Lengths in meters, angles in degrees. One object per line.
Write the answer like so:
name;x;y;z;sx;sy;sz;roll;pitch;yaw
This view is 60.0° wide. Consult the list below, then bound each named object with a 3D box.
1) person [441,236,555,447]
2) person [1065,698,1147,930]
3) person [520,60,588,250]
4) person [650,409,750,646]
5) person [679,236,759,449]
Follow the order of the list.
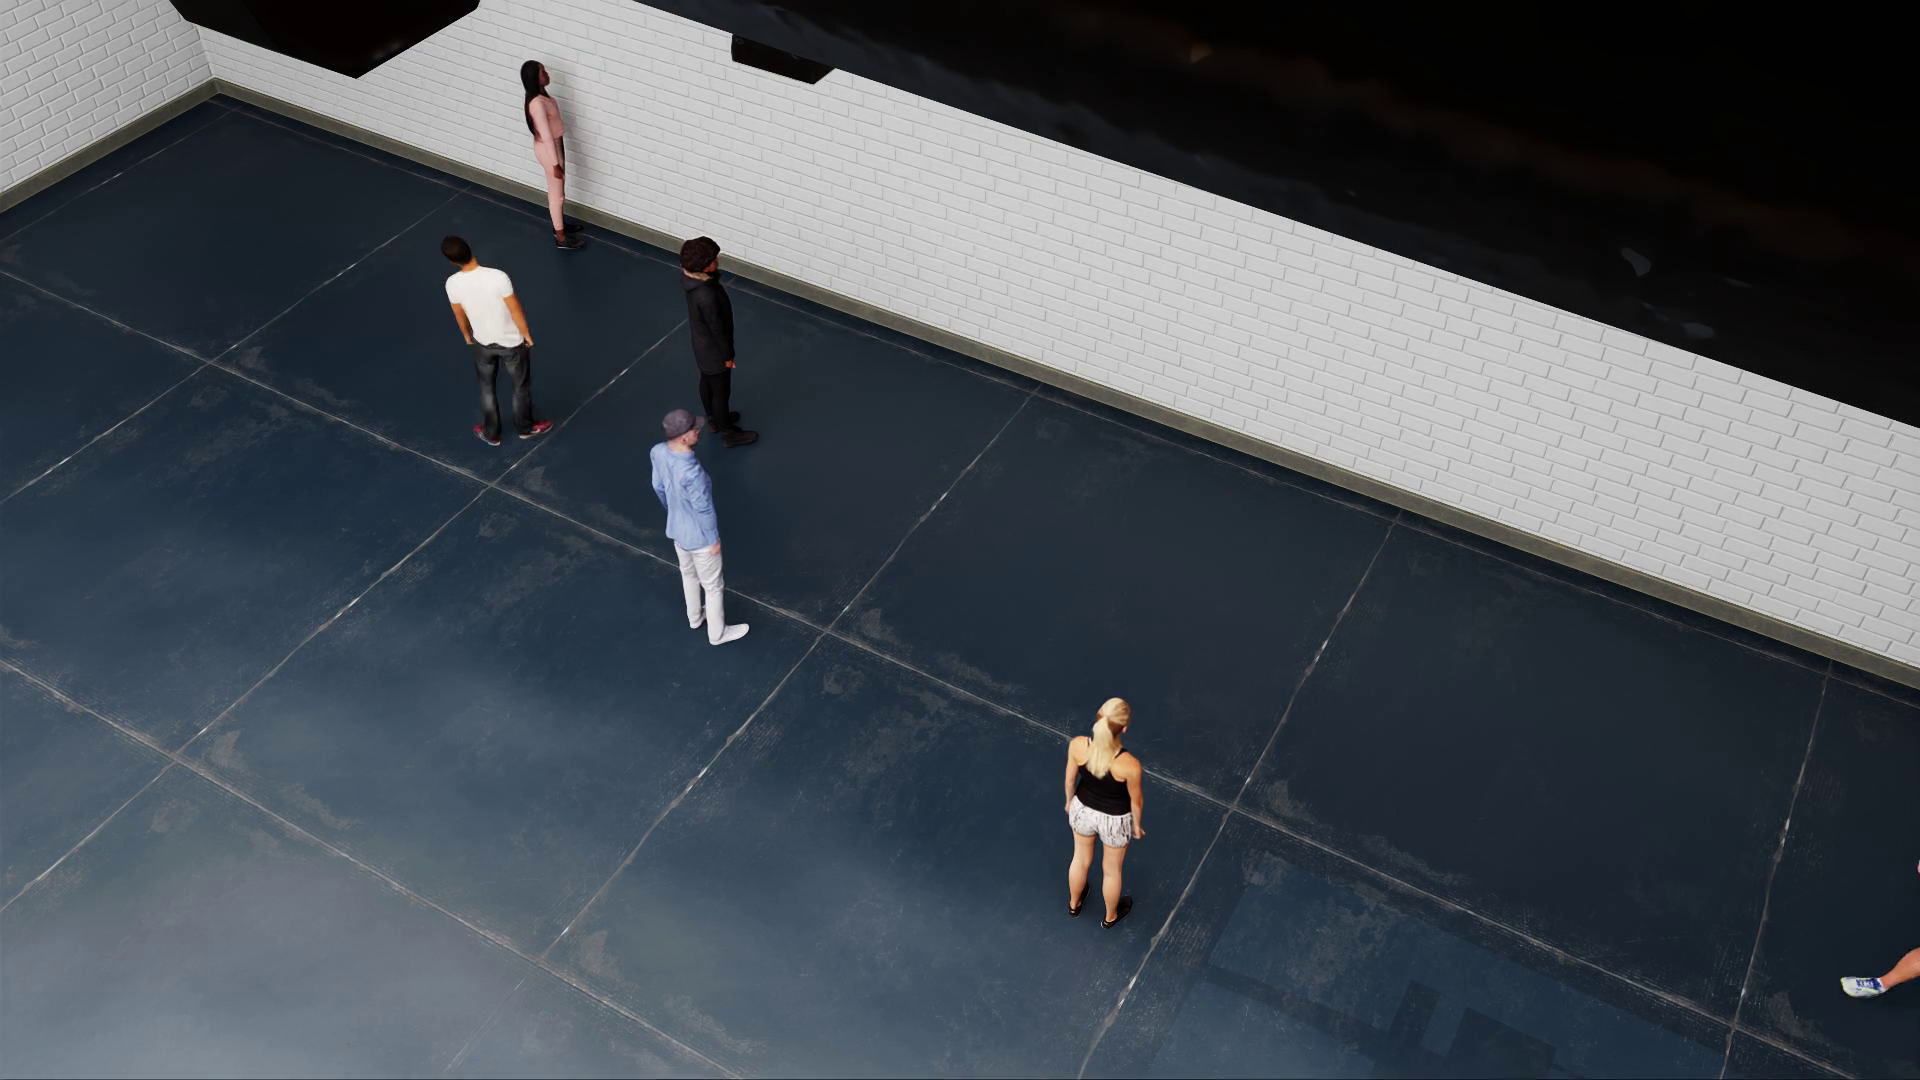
person;-3.387;-1.459;12.278;0.842;1.770;0.777;14;45;15
person;0.781;1.496;9.113;0.620;1.846;0.529;19;47;19
person;-3.507;-3.303;14.243;0.756;1.719;0.687;-9;44;-9
person;-1.716;-0.075;10.736;0.669;1.883;0.712;-34;53;-30
person;-1.829;-1.453;12.255;0.763;1.781;0.730;-21;47;-21
